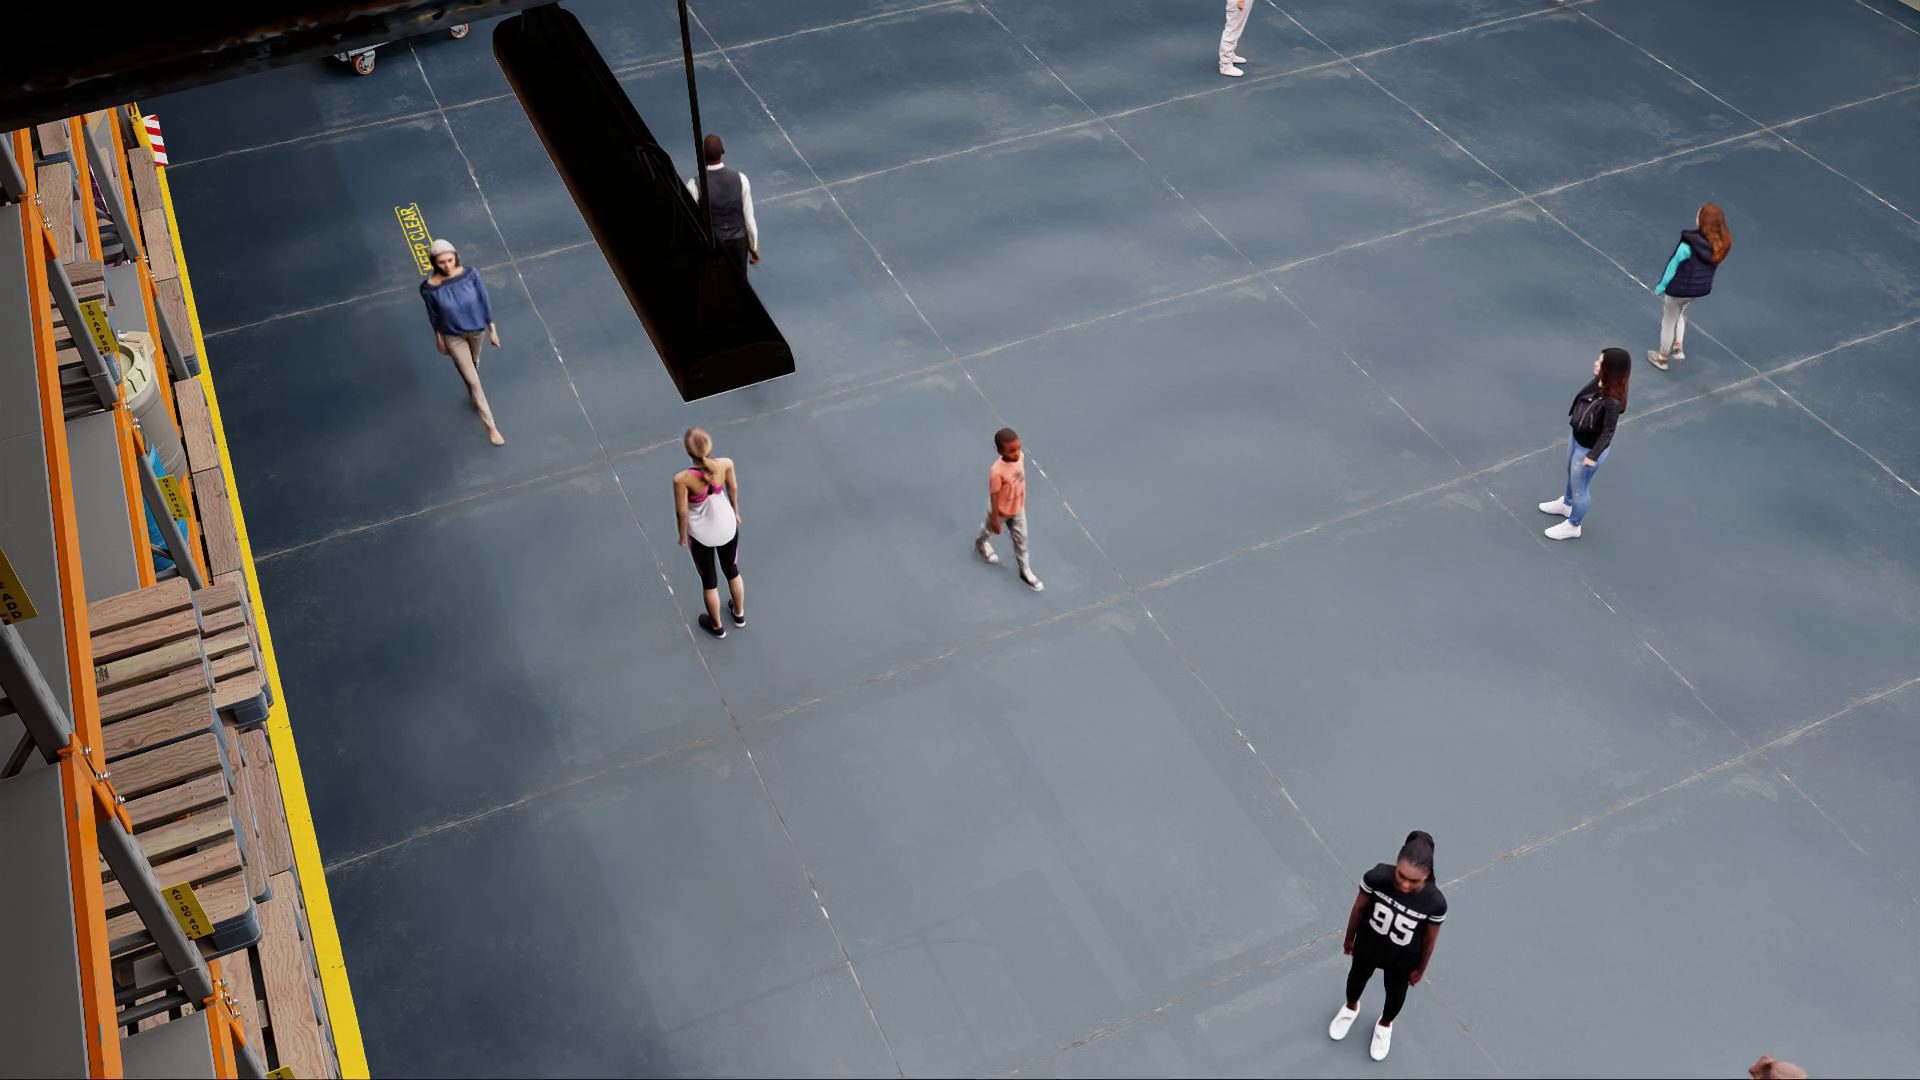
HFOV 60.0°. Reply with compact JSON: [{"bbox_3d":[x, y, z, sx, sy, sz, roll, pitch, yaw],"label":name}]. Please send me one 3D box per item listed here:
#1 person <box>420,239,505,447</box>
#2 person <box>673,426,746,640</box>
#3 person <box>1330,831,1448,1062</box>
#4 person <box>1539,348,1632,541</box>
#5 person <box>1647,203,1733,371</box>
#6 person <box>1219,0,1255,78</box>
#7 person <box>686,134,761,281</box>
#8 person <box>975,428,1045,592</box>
[{"bbox_3d":[-3.839,-1.611,12.816,0.733,1.648,1.146,-24,49,-23],"label":"person"},{"bbox_3d":[-1.650,-0.051,11.078,0.636,1.787,0.570,-25,49,-24],"label":"person"},{"bbox_3d":[2.271,2.149,8.811,0.655,1.728,0.747,22,48,21],"label":"person"},{"bbox_3d":[4.489,-0.704,11.874,0.796,1.634,0.689,6,44,6],"label":"person"},{"bbox_3d":[5.860,-1.986,13.325,0.566,1.489,0.567,-17,46,-17],"label":"person"},{"bbox_3d":[2.862,-5.619,16.993,0.789,1.689,0.710,10,45,10],"label":"person"},{"bbox_3d":[-1.880,-2.319,13.379,0.783,1.896,0.892,-12,45,-12],"label":"person"},{"bbox_3d":[0.272,-0.278,11.684,0.639,1.278,0.949,-30,51,-27],"label":"person"}]
